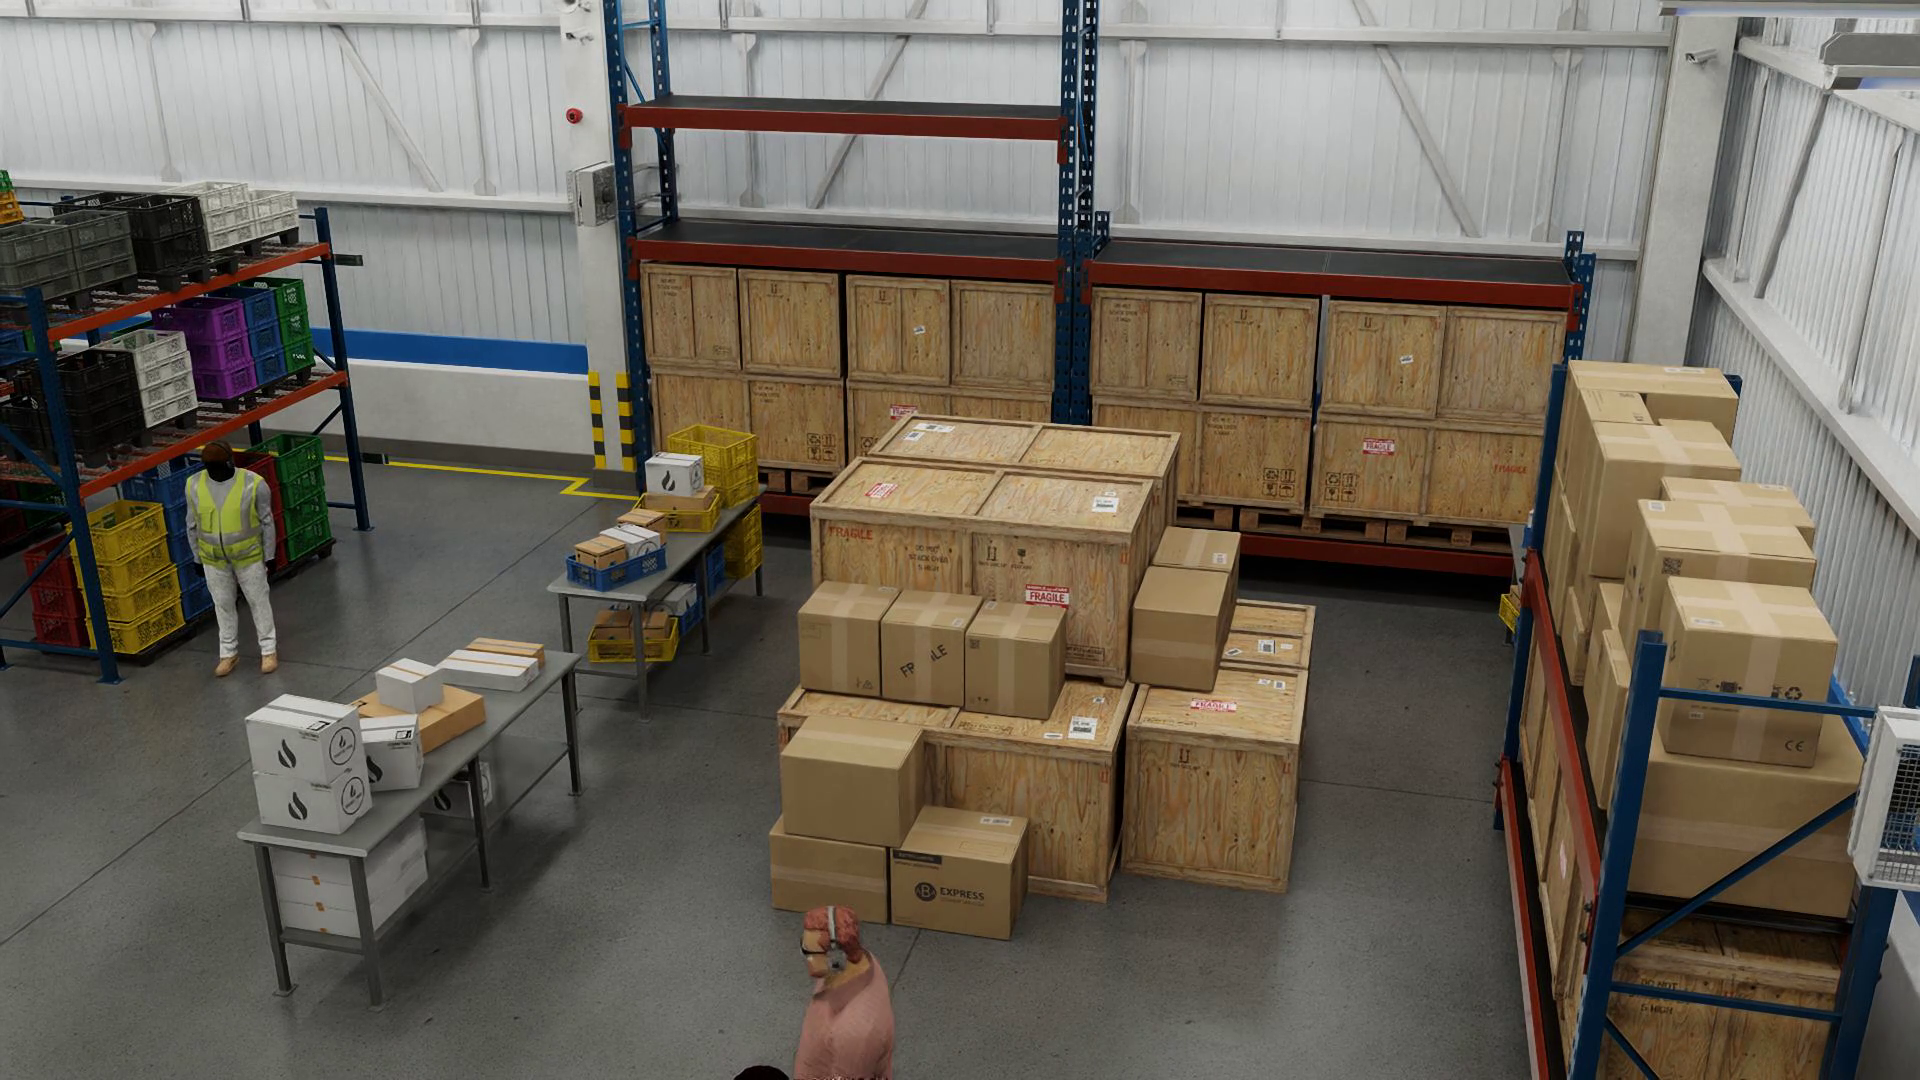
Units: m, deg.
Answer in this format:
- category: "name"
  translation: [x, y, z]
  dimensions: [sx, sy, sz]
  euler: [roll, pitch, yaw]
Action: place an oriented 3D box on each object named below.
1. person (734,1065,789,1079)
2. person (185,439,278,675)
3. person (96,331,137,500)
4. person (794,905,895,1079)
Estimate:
- category: "person"
  translation: [-0.689, 2.651, 5.787]
  dimensions: [0.392, 1.917, 0.590]
  euler: [-17, 27, -37]
- category: "person"
  translation: [-5.454, 0.131, 12.492]
  dimensions: [0.621, 1.837, 0.429]
  euler: [-3, 21, -7]
- category: "person"
  translation: [-7.752, -1.009, 15.405]
  dimensions: [0.337, 1.882, 0.584]
  euler: [-10, 23, -25]
- category: "person"
  translation: [-0.483, 2.307, 6.719]
  dimensions: [0.428, 1.900, 0.664]
  euler: [-3, 21, -9]
